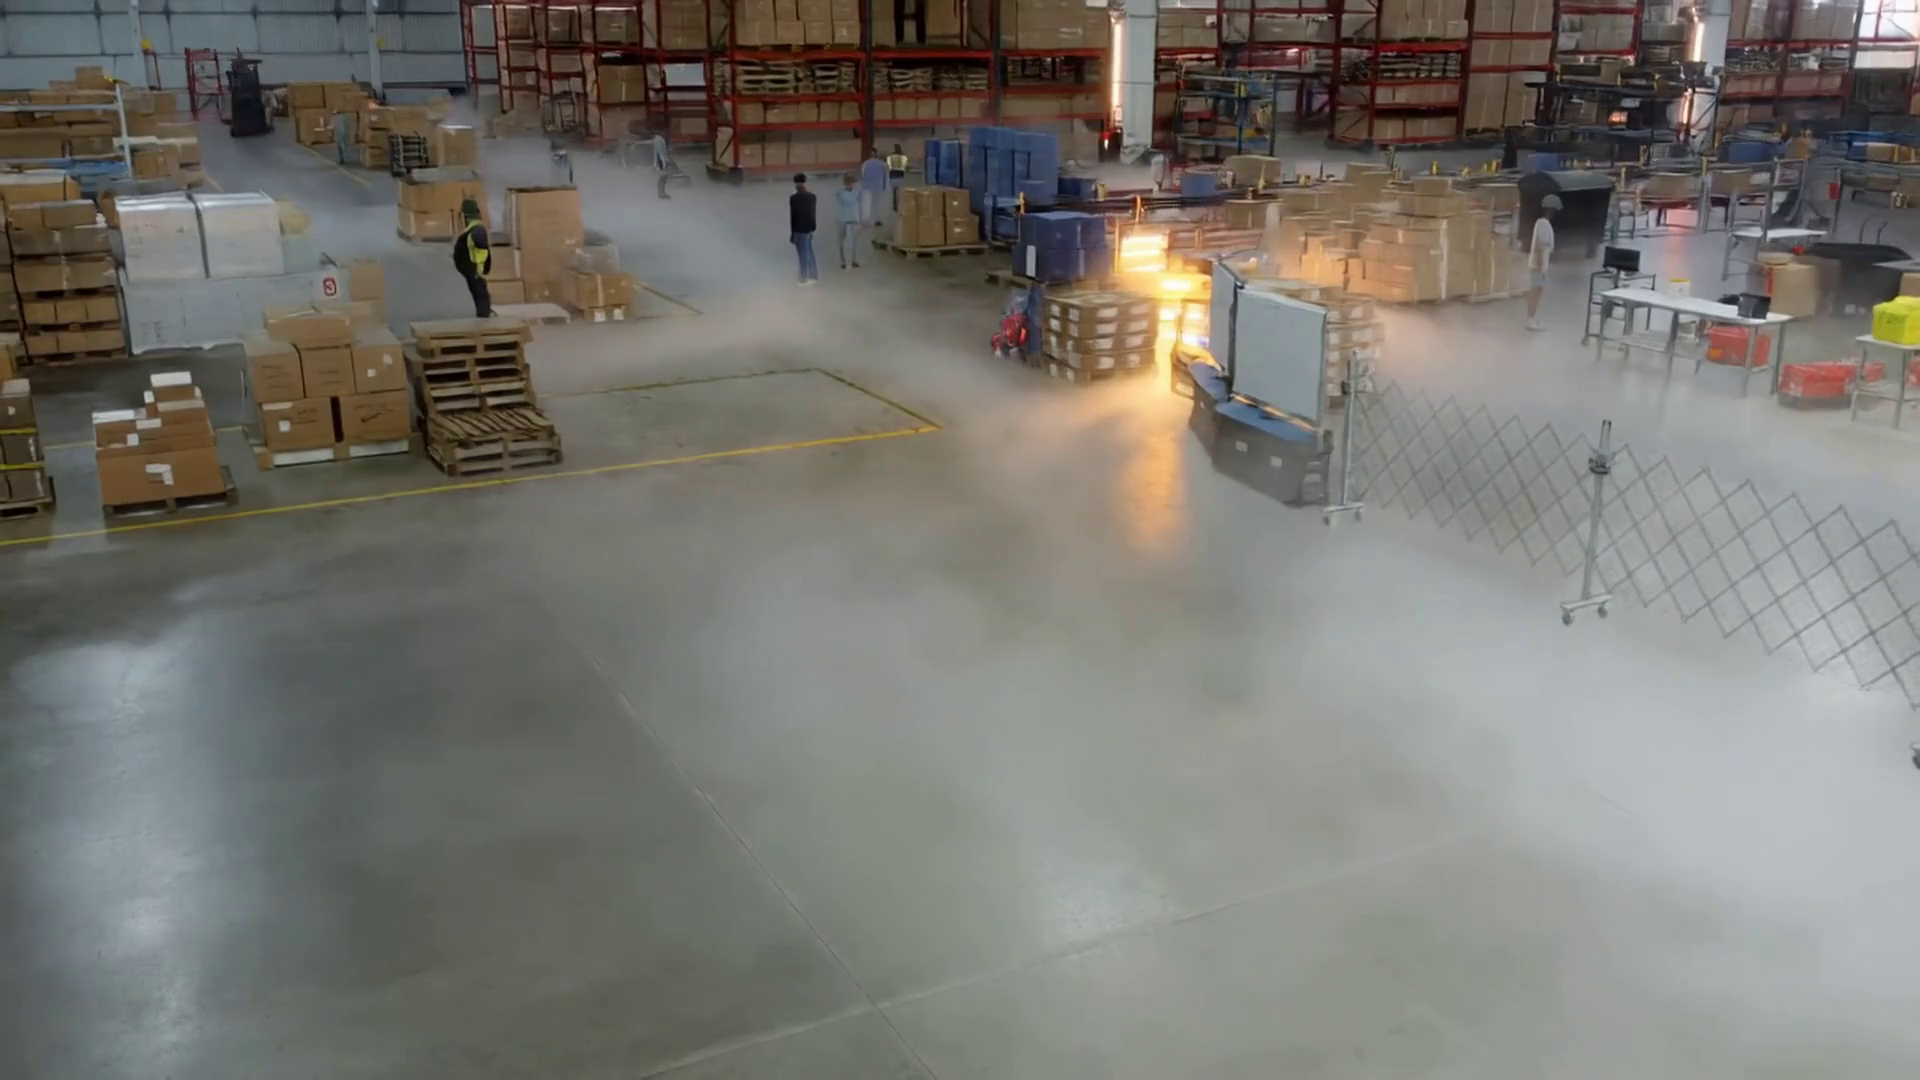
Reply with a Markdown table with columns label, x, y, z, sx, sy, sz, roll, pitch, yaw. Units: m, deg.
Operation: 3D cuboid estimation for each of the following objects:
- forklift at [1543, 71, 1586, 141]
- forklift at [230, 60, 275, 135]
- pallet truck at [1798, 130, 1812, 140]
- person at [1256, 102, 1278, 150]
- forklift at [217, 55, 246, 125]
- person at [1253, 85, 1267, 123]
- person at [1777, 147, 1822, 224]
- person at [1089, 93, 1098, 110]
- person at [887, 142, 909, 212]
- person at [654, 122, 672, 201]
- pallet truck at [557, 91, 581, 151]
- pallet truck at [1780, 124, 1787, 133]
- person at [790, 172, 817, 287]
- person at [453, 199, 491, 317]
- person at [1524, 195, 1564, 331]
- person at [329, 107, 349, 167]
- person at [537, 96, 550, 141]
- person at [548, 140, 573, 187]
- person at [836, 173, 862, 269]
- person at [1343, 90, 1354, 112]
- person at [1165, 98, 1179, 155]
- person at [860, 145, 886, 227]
| label | x | y | z | sx | sy | sz | roll | pitch | yaw |
| --- | --- | --- | --- | --- | --- | --- | --- | --- | --- |
| forklift | 18.685 | -13.231 | 52.085 | 1.873 | 2.768 | 1.129 | -9 | 20 | -26 |
| forklift | -27.349 | -17.046 | 63.978 | 1.129 | 2.768 | 1.873 | -1 | 18 | -2 |
| pallet truck | 25.526 | -11.556 | 49.408 | 1.630 | 1.274 | 0.653 | -9 | 20 | -26 |
| person | 10.659 | -14.341 | 57.584 | 0.738 | 1.609 | 0.499 | -9 | 20 | -27 |
| forklift | -30.151 | -18.861 | 69.635 | 1.873 | 2.768 | 1.129 | -9 | 20 | -26 |
| person | 12.195 | -17.739 | 67.873 | 0.671 | 1.809 | 0.604 | -8 | 19 | -22 |
| person | 19.272 | -8.051 | 37.828 | 0.931 | 1.720 | 0.522 | 10 | 21 | 29 |
| person | 5.542 | -18.144 | 69.305 | 0.320 | 1.695 | 0.538 | -15 | 23 | -39 |
| person | -1.484 | -8.769 | 40.131 | 0.547 | 1.645 | 0.865 | 3 | 18 | 9 |
| person | -7.587 | -9.628 | 42.329 | 0.367 | 1.965 | 0.610 | 0 | 18 | -1 |
| pallet truck | -13.495 | -14.412 | 57.188 | 0.823 | 1.965 | 1.885 | -3 | 18 | -9 |
| pallet truck | 25.206 | -12.542 | 52.601 | 1.601 | 1.201 | 0.680 | 0 | 18 | -2 |
| person | -2.773 | -5.459 | 29.281 | 0.396 | 1.992 | 0.622 | 13 | 22 | 35 |
| person | -7.299 | -4.077 | 24.898 | 0.539 | 2.000 | 0.689 | -8 | 20 | -24 |
| person | 8.894 | -4.212 | 25.318 | 0.395 | 2.038 | 0.615 | 3 | 18 | 10 |
| person | -19.271 | -12.548 | 51.679 | 0.529 | 1.821 | 0.959 | -3 | 18 | -10 |
| person | -15.388 | -15.491 | 61.155 | 0.657 | 1.617 | 0.529 | -7 | 19 | -22 |
| person | -8.938 | -7.939 | 37.136 | 0.571 | 1.913 | 0.780 | 1 | 18 | 4 |
| person | -2.086 | -6.024 | 31.409 | 0.524 | 1.769 | 0.314 | -12 | 21 | -33 |
| person | 15.383 | -17.207 | 66.076 | 0.970 | 1.906 | 0.642 | -9 | 20 | -25 |
| person | 7.031 | -13.738 | 55.271 | 0.642 | 1.880 | 0.659 | 2 | 18 | 6 |
| person | -1.946 | -7.892 | 37.164 | 0.599 | 1.813 | 0.668 | 2 | 18 | 6 |
